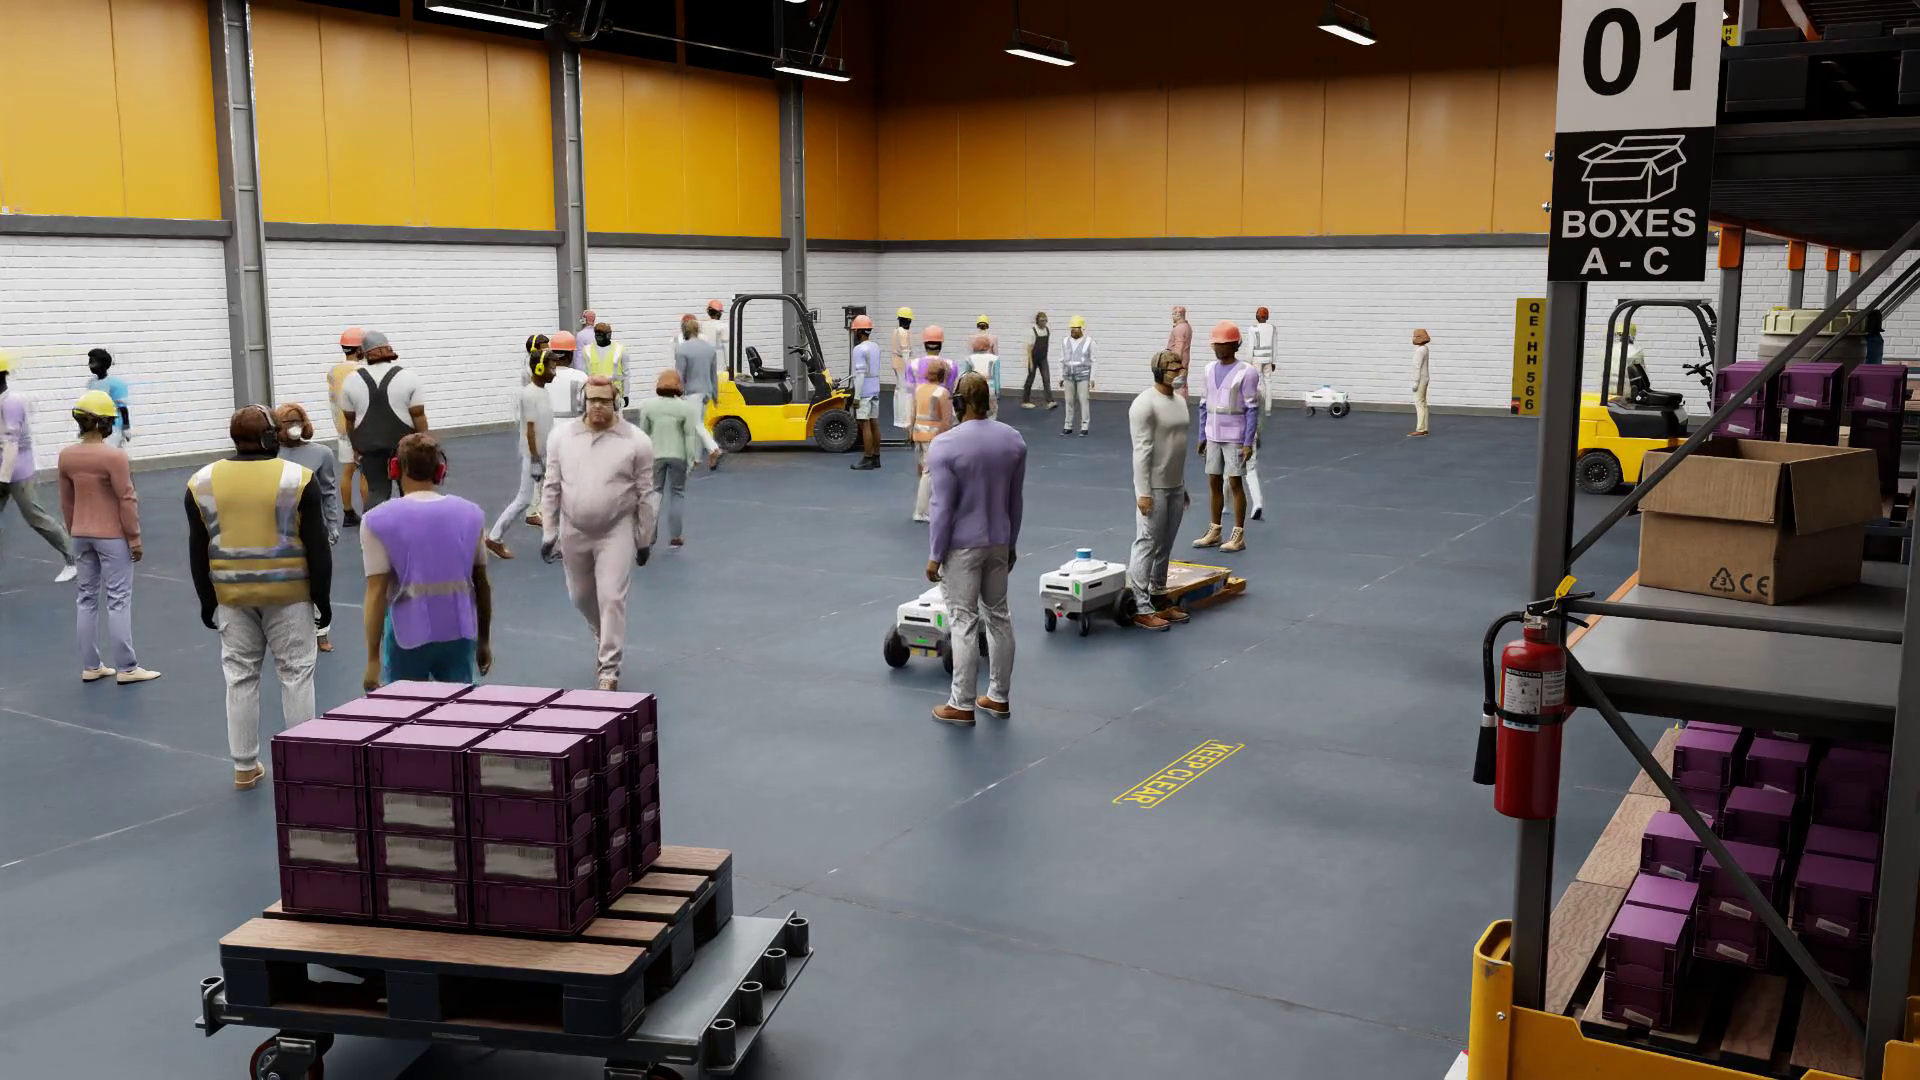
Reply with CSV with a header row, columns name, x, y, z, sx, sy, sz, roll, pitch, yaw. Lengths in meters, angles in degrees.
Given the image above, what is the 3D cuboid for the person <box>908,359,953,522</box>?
name,x,y,z,sx,sy,sz,roll,pitch,yaw
person,-0.234,-0.982,16.470,0.611,1.614,0.571,-7,12,-38

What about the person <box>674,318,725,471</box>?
name,x,y,z,sx,sy,sz,roll,pitch,yaw
person,-3.202,-1.804,20.726,0.844,1.906,0.658,7,11,35

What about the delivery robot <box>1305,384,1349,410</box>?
name,x,y,z,sx,sy,sz,roll,pitch,yaw
delivery robot,6.285,-2.431,28.526,0.707,0.478,0.477,4,10,23

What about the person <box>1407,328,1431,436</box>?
name,x,y,z,sx,sy,sz,roll,pitch,yaw
person,6.961,-2.383,25.168,0.272,1.631,0.503,4,10,25

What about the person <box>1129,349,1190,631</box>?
name,x,y,z,sx,sy,sz,roll,pitch,yaw
person,1.401,-0.355,11.553,0.370,1.940,0.627,6,11,35

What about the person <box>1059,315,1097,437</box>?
name,x,y,z,sx,sy,sz,roll,pitch,yaw
person,1.759,-2.464,25.049,0.600,1.829,0.404,5,10,27

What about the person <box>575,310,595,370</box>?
name,x,y,z,sx,sy,sz,roll,pitch,yaw
person,-5.598,-2.515,25.136,0.407,1.906,0.655,5,10,28

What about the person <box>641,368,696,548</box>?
name,x,y,z,sx,sy,sz,roll,pitch,yaw
person,-2.610,-0.711,14.758,0.528,1.616,0.522,1,9,4

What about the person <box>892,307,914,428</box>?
name,x,y,z,sx,sy,sz,roll,pitch,yaw
person,-0.900,-2.742,26.486,0.364,1.928,0.587,-3,9,-16

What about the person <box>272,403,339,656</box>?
name,x,y,z,sx,sy,sz,roll,pitch,yaw
person,-4.280,-0.073,10.742,0.508,1.632,0.273,-4,10,-23

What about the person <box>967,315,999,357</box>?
name,x,y,z,sx,sy,sz,roll,pitch,yaw
person,0.380,-2.873,27.808,0.533,1.768,0.311,-1,9,-5

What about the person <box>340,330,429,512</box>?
name,x,y,z,sx,sy,sz,roll,pitch,yaw
person,-4.926,-0.847,14.305,0.732,2.000,0.909,-1,9,-6

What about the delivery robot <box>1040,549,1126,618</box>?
name,x,y,z,sx,sy,sz,roll,pitch,yaw
delivery robot,0.848,0.304,11.456,0.477,0.478,0.707,6,11,34

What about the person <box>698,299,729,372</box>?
name,x,y,z,sx,sy,sz,roll,pitch,yaw
person,-4.007,-2.922,27.287,0.607,2.033,0.410,4,10,24

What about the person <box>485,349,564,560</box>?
name,x,y,z,sx,sy,sz,roll,pitch,yaw
person,-3.645,-0.715,14.206,0.952,1.831,0.528,1,9,9

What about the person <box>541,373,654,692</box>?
name,x,y,z,sx,sy,sz,roll,pitch,yaw
person,-2.129,-0.055,9.866,0.639,1.880,0.881,1,9,4

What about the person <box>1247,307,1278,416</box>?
name,x,y,z,sx,sy,sz,roll,pitch,yaw
person,5.192,-3.068,28.659,0.584,1.882,0.346,-4,10,-22

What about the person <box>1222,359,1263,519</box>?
name,x,y,z,sx,sy,sz,roll,pitch,yaw
person,2.817,-1.016,16.718,0.530,1.609,0.799,-2,9,-11

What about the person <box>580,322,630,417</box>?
name,x,y,z,sx,sy,sz,roll,pitch,yaw
person,-4.519,-1.848,21.182,0.627,1.840,0.429,0,9,0

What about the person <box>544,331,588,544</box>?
name,x,y,z,sx,sy,sz,roll,pitch,yaw
person,-3.583,-0.925,15.116,0.545,1.938,0.362,1,9,7

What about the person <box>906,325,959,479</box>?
name,x,y,z,sx,sy,sz,roll,pitch,yaw
person,-0.267,-1.278,17.390,0.552,1.905,0.833,2,9,13

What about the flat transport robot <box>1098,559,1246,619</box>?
name,x,y,z,sx,sy,sz,roll,pitch,yaw
flat transport robot,1.521,0.351,12.332,0.652,0.197,1.431,6,11,34

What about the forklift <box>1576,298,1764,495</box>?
name,x,y,z,sx,sy,sz,roll,pitch,yaw
forklift,7.954,-1.589,18.462,2.313,2.155,1.214,5,11,30

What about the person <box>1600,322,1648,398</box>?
name,x,y,z,sx,sy,sz,roll,pitch,yaw
person,8.949,-2.008,22.300,0.722,1.806,0.615,-5,10,-29

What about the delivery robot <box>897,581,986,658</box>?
name,x,y,z,sx,sy,sz,roll,pitch,yaw
delivery robot,-0.094,0.465,10.451,0.477,0.478,0.707,5,10,28

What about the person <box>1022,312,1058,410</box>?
name,x,y,z,sx,sy,sz,roll,pitch,yaw
person,1.438,-3.230,30.032,0.551,1.764,0.995,-5,11,-30

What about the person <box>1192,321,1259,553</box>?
name,x,y,z,sx,sy,sz,roll,pitch,yaw
person,2.330,-0.909,14.693,0.385,2.039,0.616,-8,12,-39

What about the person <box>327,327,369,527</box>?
name,x,y,z,sx,sy,sz,roll,pitch,yaw
person,-5.815,-1.078,16.065,0.542,1.939,0.362,4,10,24

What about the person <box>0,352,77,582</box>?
name,x,y,z,sx,sy,sz,roll,pitch,yaw
person,-7.384,-0.557,13.016,0.580,1.884,0.980,8,12,42

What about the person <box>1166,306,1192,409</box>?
name,x,y,z,sx,sy,sz,roll,pitch,yaw
person,3.708,-3.013,28.250,0.408,1.905,0.654,4,10,21

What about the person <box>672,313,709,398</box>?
name,x,y,z,sx,sy,sz,roll,pitch,yaw
person,-3.967,-2.415,24.613,0.621,1.869,0.426,1,9,9

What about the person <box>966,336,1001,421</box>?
name,x,y,z,sx,sy,sz,roll,pitch,yaw
person,0.303,-2.053,23.197,0.526,1.598,0.803,3,10,17

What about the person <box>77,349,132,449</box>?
name,x,y,z,sx,sy,sz,roll,pitch,yaw
person,-8.979,-1.155,17.383,0.549,1.673,0.737,6,11,32

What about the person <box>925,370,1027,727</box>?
name,x,y,z,sx,sy,sz,roll,pitch,yaw
person,0.074,0.046,9.058,0.630,1.938,0.371,-7,12,-38

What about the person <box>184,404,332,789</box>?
name,x,y,z,sx,sy,sz,roll,pitch,yaw
person,-3.314,0.273,7.944,0.634,1.839,0.429,-1,9,-6

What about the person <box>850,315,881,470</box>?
name,x,y,z,sx,sy,sz,roll,pitch,yaw
person,-1.201,-1.845,20.857,0.379,1.938,0.547,4,10,25

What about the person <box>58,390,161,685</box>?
name,x,y,z,sx,sy,sz,roll,pitch,yaw
person,-5.119,-0.012,9.959,0.523,1.767,0.318,3,10,17

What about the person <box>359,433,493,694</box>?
name,x,y,z,sx,sy,sz,roll,pitch,yaw
person,-2.279,0.442,7.101,0.636,1.775,0.973,-8,12,-42

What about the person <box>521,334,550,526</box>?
name,x,y,z,sx,sy,sz,roll,pitch,yaw
person,-4.120,-1.073,16.252,0.310,1.868,0.532,-1,9,-5

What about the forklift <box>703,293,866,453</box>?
name,x,y,z,sx,sy,sz,roll,pitch,yaw
forklift,-2.458,-2.344,23.176,2.313,2.155,1.214,0,9,-2
